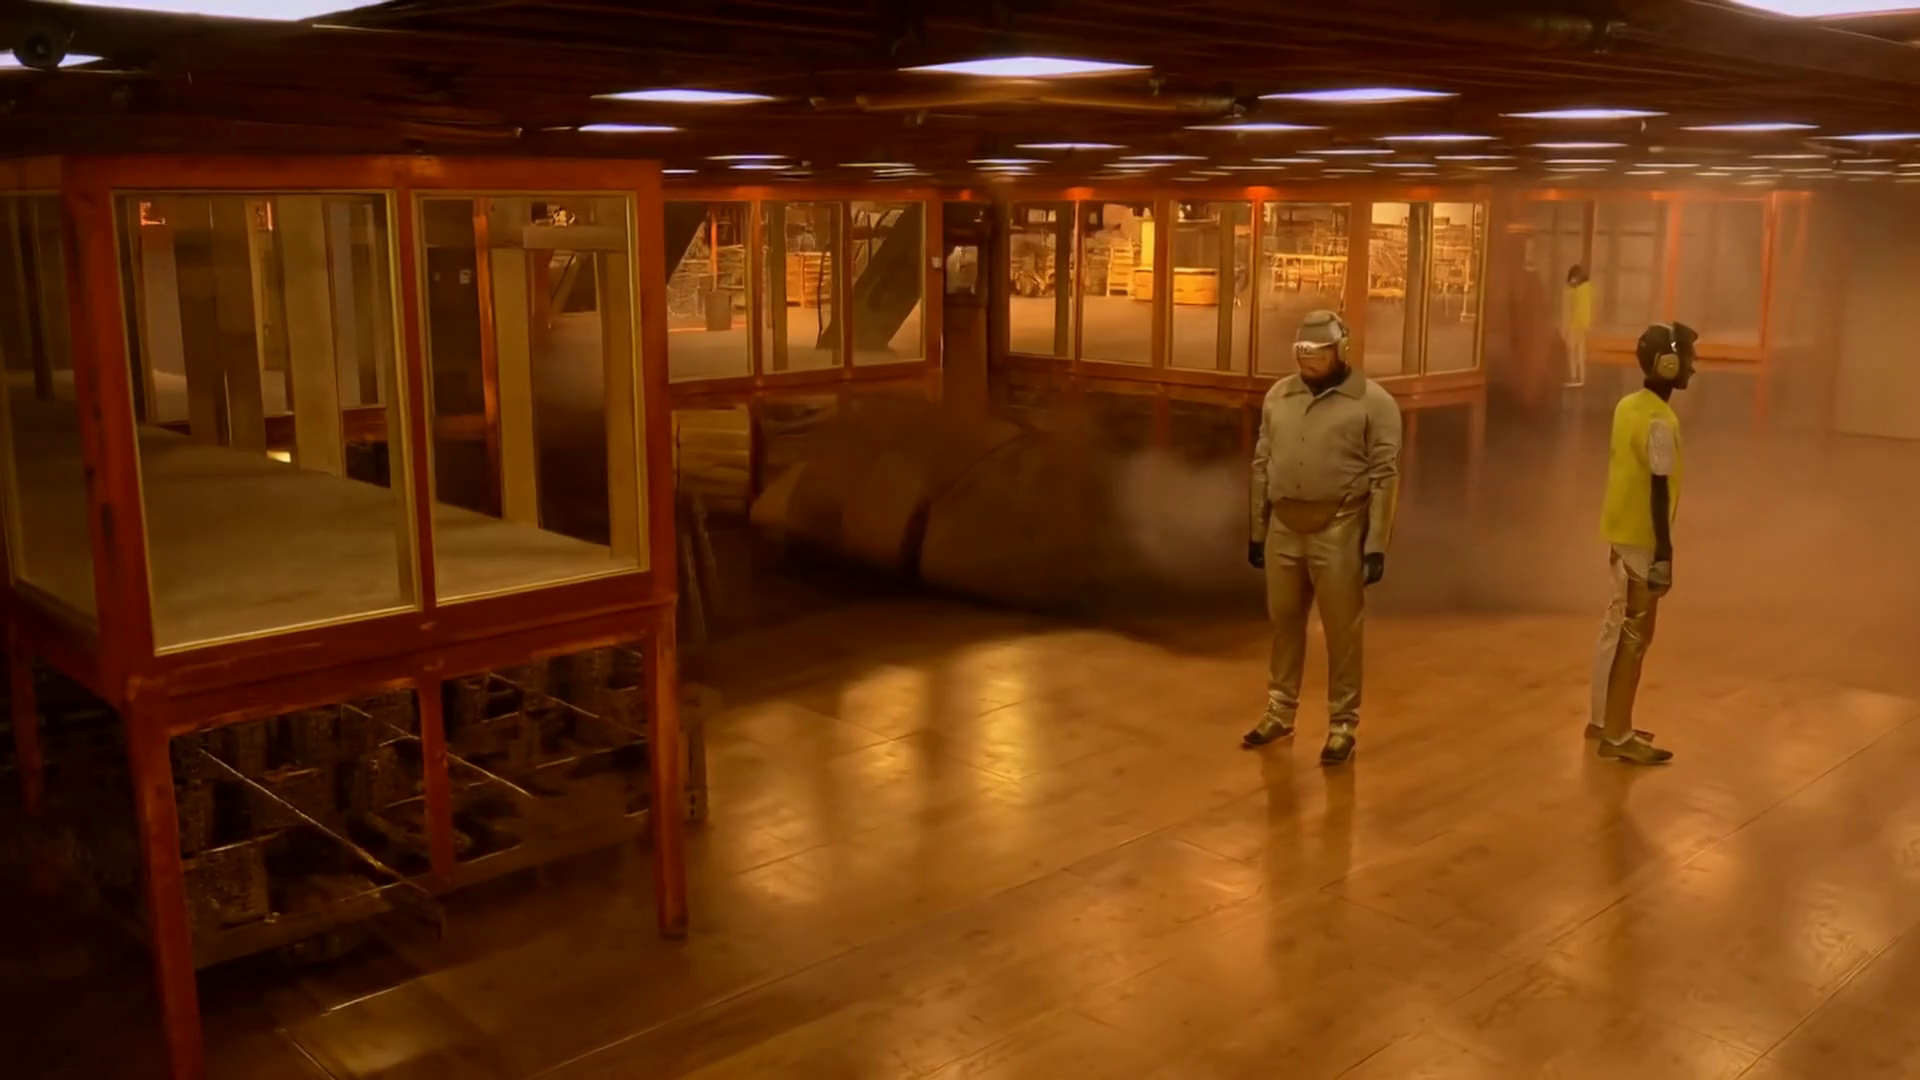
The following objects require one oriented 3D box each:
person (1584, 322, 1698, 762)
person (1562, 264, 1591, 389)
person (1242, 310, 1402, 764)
[{"bbox_3d":[2.892,0.014,7.039,0.329,1.861,0.504,0,11,0],"label":"person"},{"bbox_3d":[8.005,-2.757,21.536,0.338,1.614,0.598,10,15,42],"label":"person"},{"bbox_3d":[1.500,-0.015,7.040,0.651,1.906,0.403,9,14,38],"label":"person"}]
